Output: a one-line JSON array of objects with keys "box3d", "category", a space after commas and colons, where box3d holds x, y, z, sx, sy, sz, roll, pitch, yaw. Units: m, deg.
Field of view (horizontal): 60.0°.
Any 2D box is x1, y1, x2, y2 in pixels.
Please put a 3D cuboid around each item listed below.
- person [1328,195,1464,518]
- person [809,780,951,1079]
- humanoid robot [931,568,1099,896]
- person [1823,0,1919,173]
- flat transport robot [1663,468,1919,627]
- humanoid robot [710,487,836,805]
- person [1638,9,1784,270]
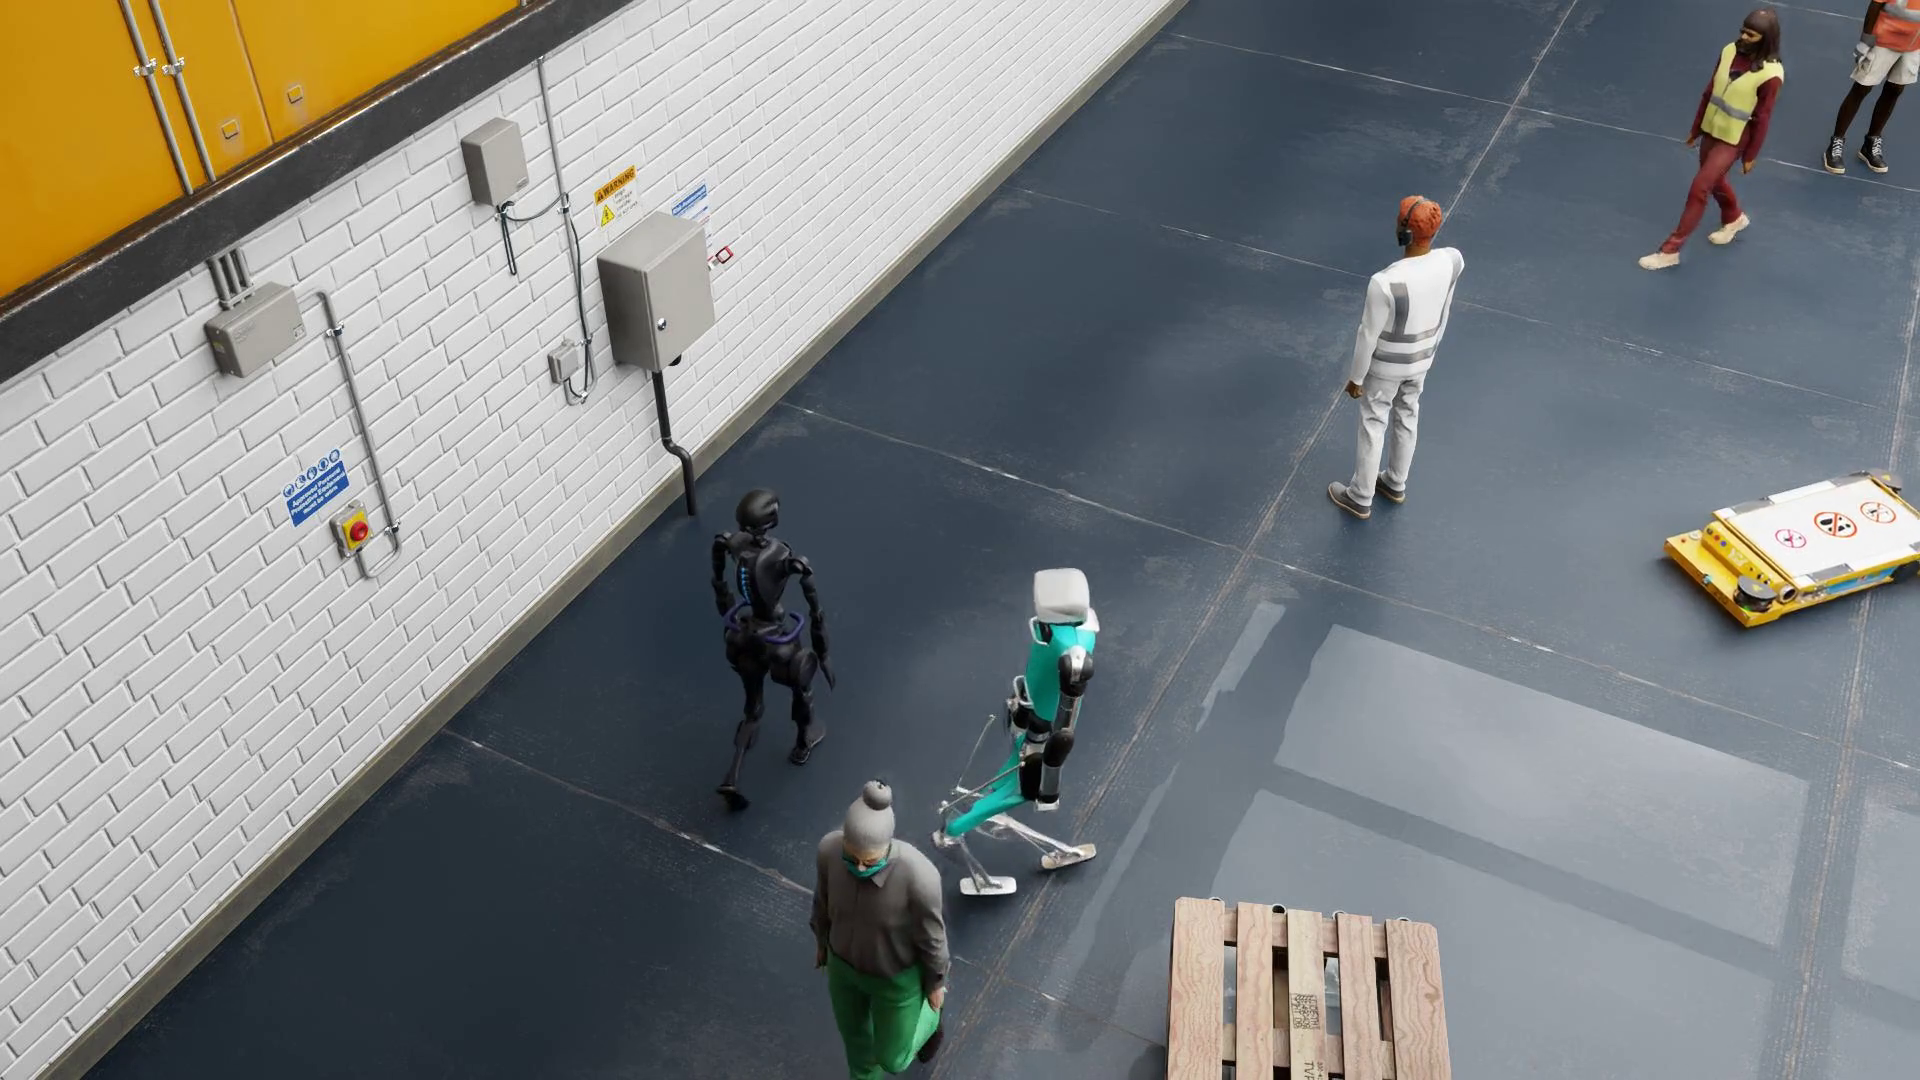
[{"box3d": [2.276, -0.937, 8.698, 0.566, 1.878, 0.354, -18, 44, -20], "category": "person"}, {"box3d": [-0.285, 1.462, 5.940, 0.549, 1.834, 0.490, 18, 44, 20], "category": "person"}, {"box3d": [0.175, 0.853, 6.707, 0.897, 1.737, 0.544, -5, 41, -6], "category": "humanoid robot"}, {"box3d": [6.567, -3.506, 11.605, 0.605, 1.966, 0.368, -2, 41, -2], "category": "person"}, {"box3d": [4.540, 0.025, 8.809, 1.431, 0.231, 0.659, -14, 43, -15], "category": "flat transport robot"}, {"box3d": [-0.853, 0.479, 7.225, 0.589, 1.634, 0.673, 17, 44, 19], "category": "humanoid robot"}, {"box3d": [4.979, -2.603, 10.736, 0.867, 1.740, 0.484, -14, 43, -15], "category": "person"}]
